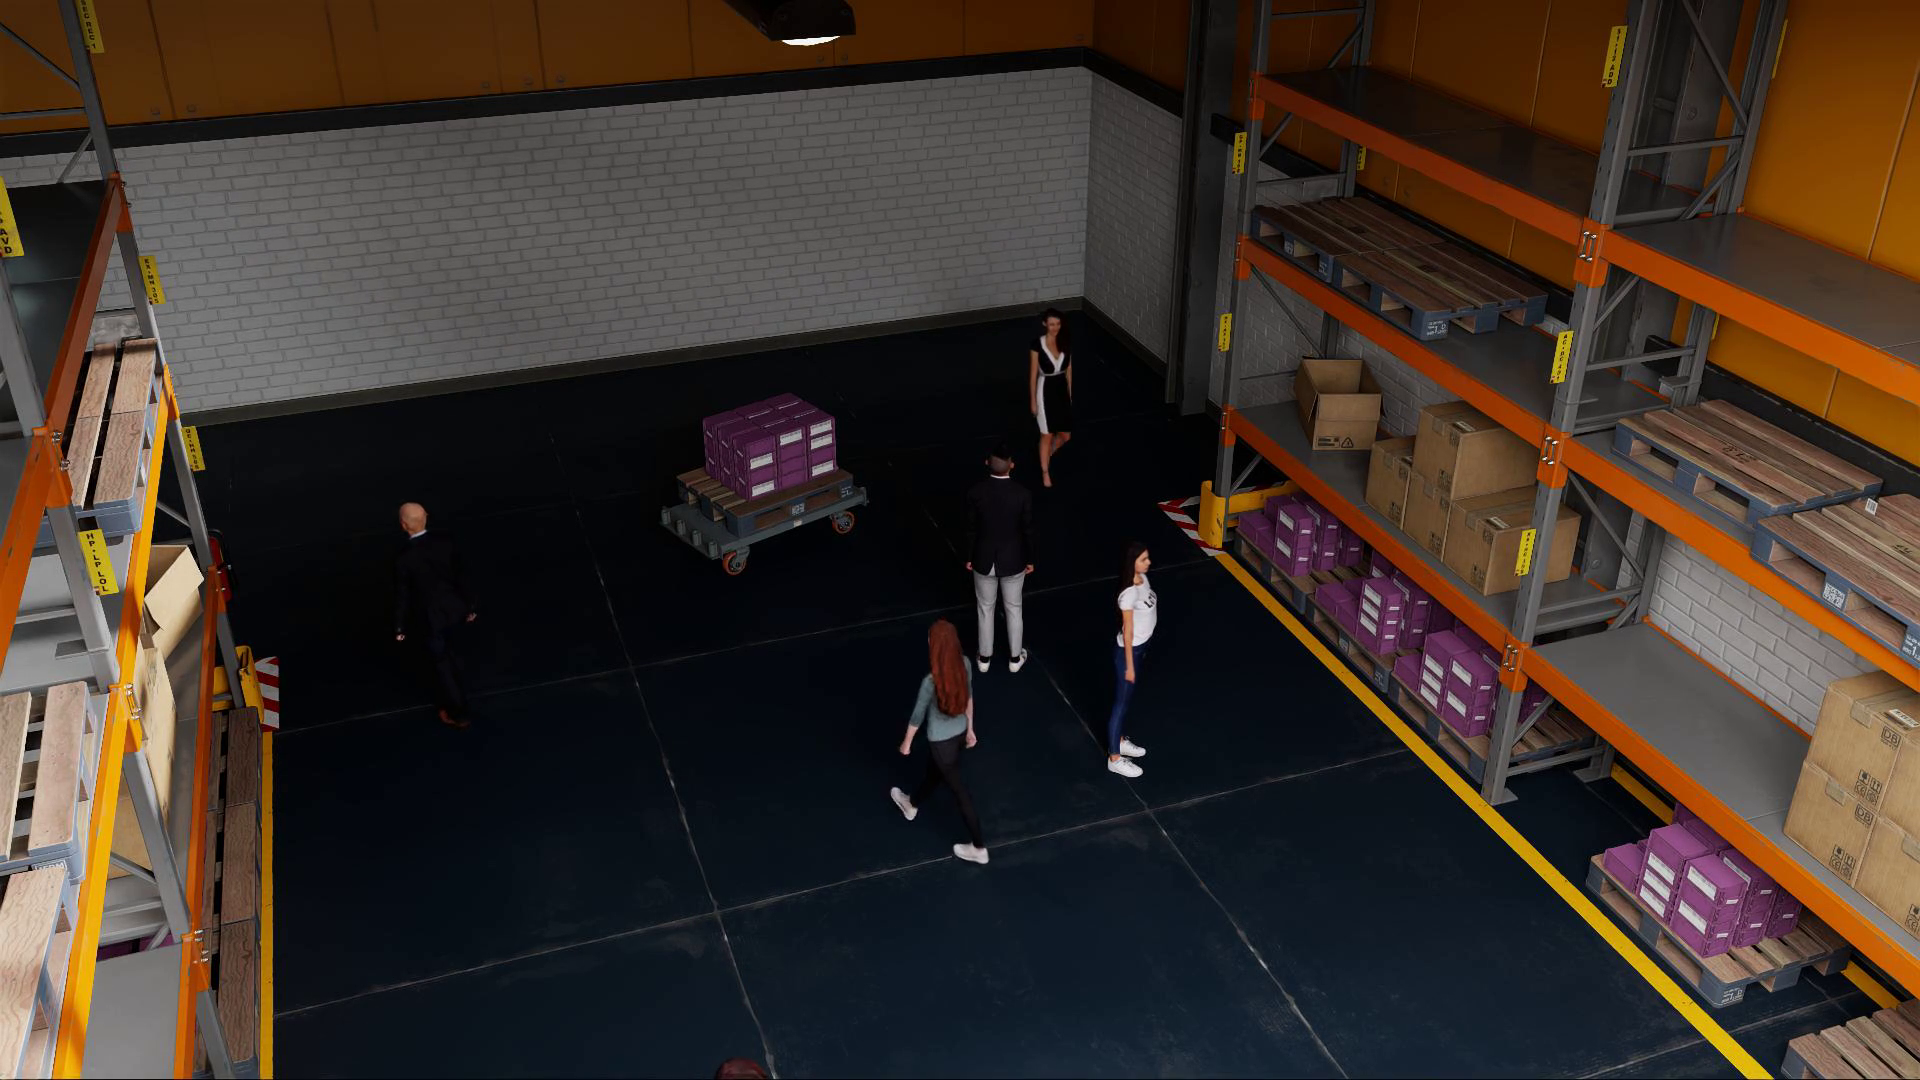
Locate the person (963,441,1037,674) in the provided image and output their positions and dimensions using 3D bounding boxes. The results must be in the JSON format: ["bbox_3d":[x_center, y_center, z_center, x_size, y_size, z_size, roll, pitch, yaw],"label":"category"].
[{"bbox_3d":[0.297,0.116,12.504,0.789,1.950,0.762,2,29,5],"label":"person"}]

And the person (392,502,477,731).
[{"bbox_3d":[-3.674,0.569,11.848,0.953,1.782,0.897,23,36,36],"label":"person"}]

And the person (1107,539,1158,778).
[{"bbox_3d":[1.154,0.793,11.445,0.730,1.774,0.641,8,30,15],"label":"person"}]

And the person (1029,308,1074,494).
[{"bbox_3d":[0.805,-1.308,15.287,0.613,1.784,0.666,-12,31,-21],"label":"person"}]

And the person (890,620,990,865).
[{"bbox_3d":[-0.023,1.333,10.535,1.183,1.698,0.946,22,36,35],"label":"person"}]
